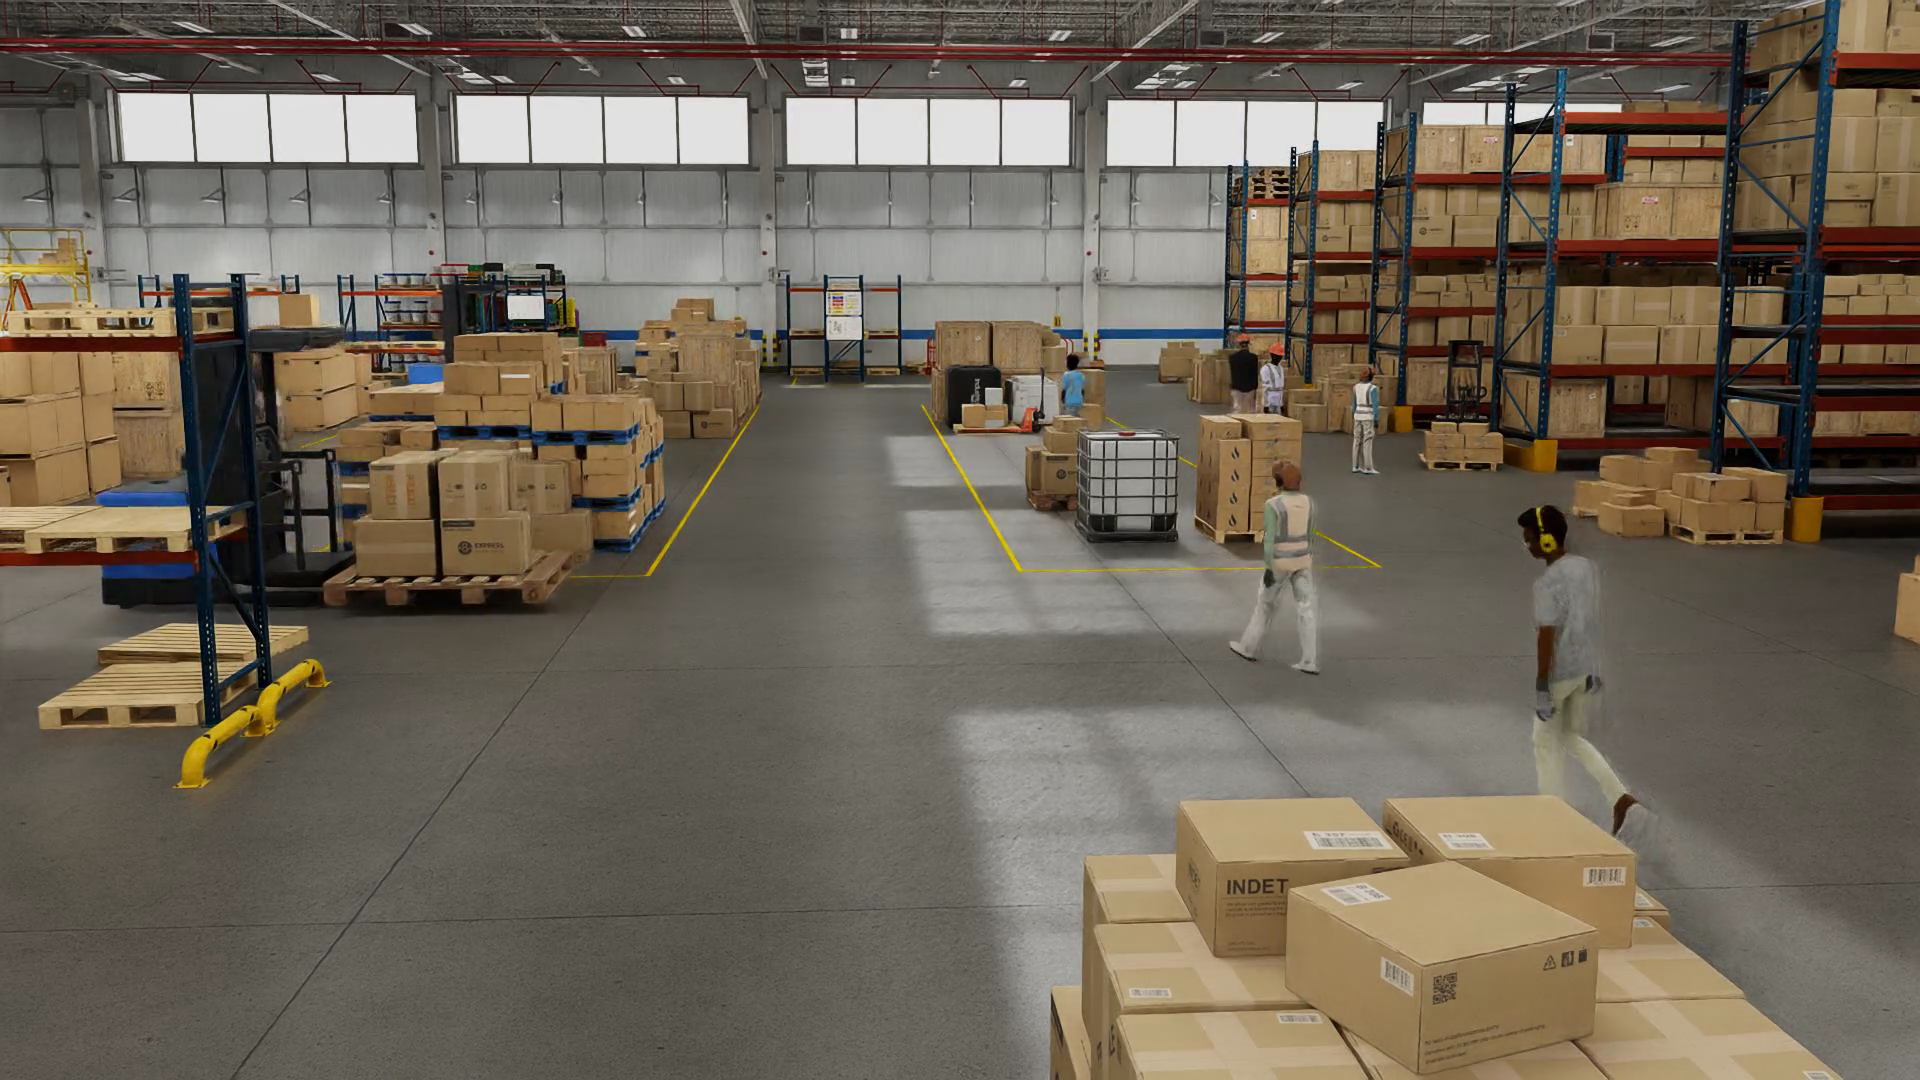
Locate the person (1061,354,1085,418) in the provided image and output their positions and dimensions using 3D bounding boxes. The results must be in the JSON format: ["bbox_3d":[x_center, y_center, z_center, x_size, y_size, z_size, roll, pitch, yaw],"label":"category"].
[{"bbox_3d":[1.961,-2.344,28.495,0.430,1.679,0.544,8,12,42],"label":"person"}]

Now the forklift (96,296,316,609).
[{"bbox_3d":[-6.819,-0.834,15.265,1.873,2.768,1.129,-1,9,-4],"label":"forklift"}]

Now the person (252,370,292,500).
[{"bbox_3d":[-9.309,-1.406,22.340,0.812,1.781,0.663,6,11,35],"label":"person"}]

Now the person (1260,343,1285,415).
[{"bbox_3d":[5.097,-2.228,26.994,0.376,1.931,0.542,8,12,42],"label":"person"}]

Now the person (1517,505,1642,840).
[{"bbox_3d":[3.239,0.726,8.740,0.607,1.831,0.643,-7,11,-37],"label":"person"}]

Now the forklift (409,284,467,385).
[{"bbox_3d":[-11.056,-4.207,36.443,1.873,2.768,1.129,-1,9,-4],"label":"forklift"}]

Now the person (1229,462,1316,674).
[{"bbox_3d":[2.462,0.198,12.799,0.547,1.597,0.839,-5,10,-30],"label":"person"}]

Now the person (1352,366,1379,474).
[{"bbox_3d":[6.177,-1.819,25.337,0.307,1.641,0.511,-5,11,-31],"label":"person"}]

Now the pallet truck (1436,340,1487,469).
[{"bbox_3d":[8.004,-2.170,26.422,0.823,1.965,1.885,2,9,14],"label":"pallet truck"}]

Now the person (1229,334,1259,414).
[{"bbox_3d":[5.231,-2.793,30.479,0.617,1.938,1.004,5,10,28],"label":"person"}]
